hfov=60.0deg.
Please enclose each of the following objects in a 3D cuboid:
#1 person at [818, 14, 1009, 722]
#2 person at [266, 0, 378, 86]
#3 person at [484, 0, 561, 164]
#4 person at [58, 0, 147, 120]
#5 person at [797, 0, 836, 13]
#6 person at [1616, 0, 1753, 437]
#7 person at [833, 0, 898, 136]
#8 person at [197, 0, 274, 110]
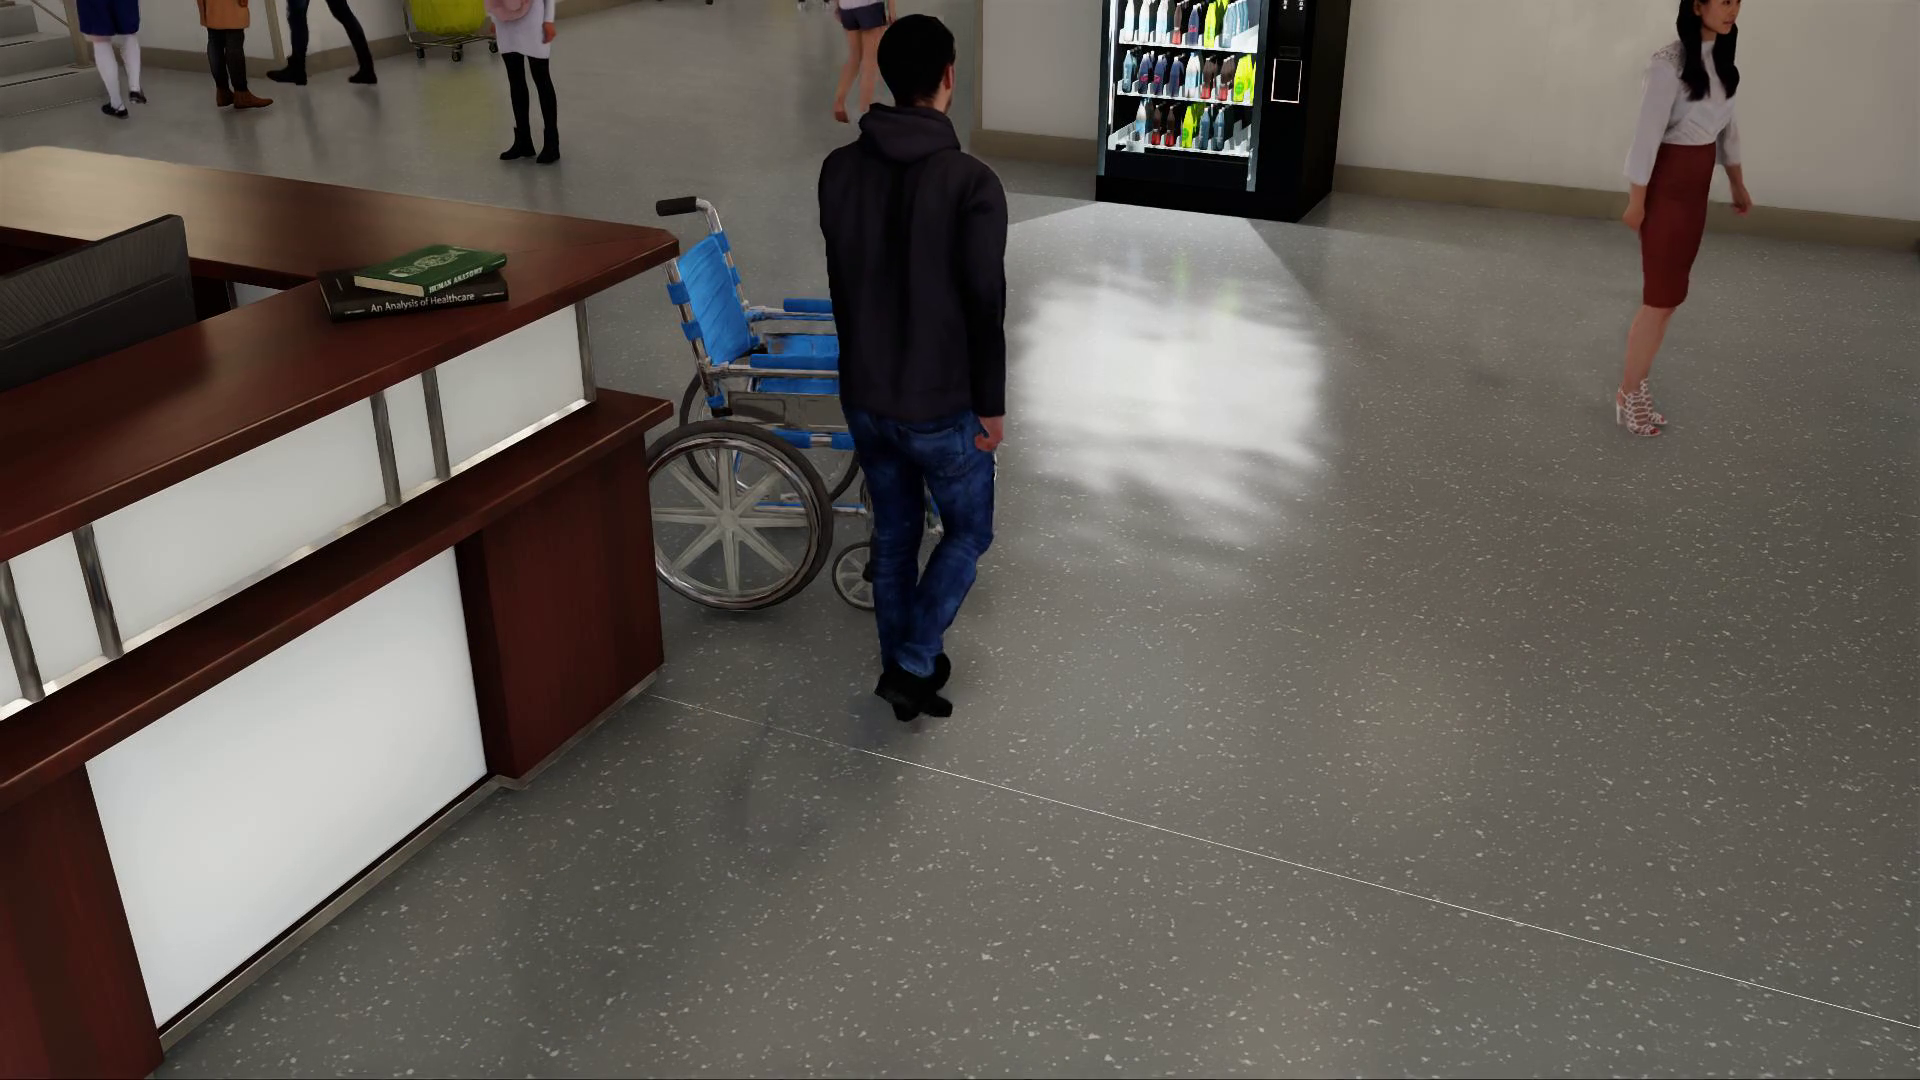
[{"bbox_3d":[-0.170,-0.337,4.221,0.673,1.875,0.726,13,29,25],"label":"person"},{"bbox_3d":[-4.798,-4.330,12.529,1.158,1.851,0.956,8,27,16],"label":"person"},{"bbox_3d":[-2.740,-3.288,10.425,0.537,1.803,0.698,10,27,19],"label":"person"},{"bbox_3d":[-5.967,-3.882,11.638,0.873,1.820,0.855,-19,32,-34],"label":"person"},{"bbox_3d":[-1.473,-6.128,16.395,0.586,1.731,0.736,2,26,3],"label":"person"},{"bbox_3d":[2.673,-1.286,6.341,0.722,1.744,0.746,-18,31,-33],"label":"person"},{"bbox_3d":[-0.703,-3.559,11.107,0.621,1.699,0.723,18,31,33],"label":"person"},{"bbox_3d":[-5.329,-3.994,11.928,0.587,1.726,0.741,15,30,28],"label":"person"}]
